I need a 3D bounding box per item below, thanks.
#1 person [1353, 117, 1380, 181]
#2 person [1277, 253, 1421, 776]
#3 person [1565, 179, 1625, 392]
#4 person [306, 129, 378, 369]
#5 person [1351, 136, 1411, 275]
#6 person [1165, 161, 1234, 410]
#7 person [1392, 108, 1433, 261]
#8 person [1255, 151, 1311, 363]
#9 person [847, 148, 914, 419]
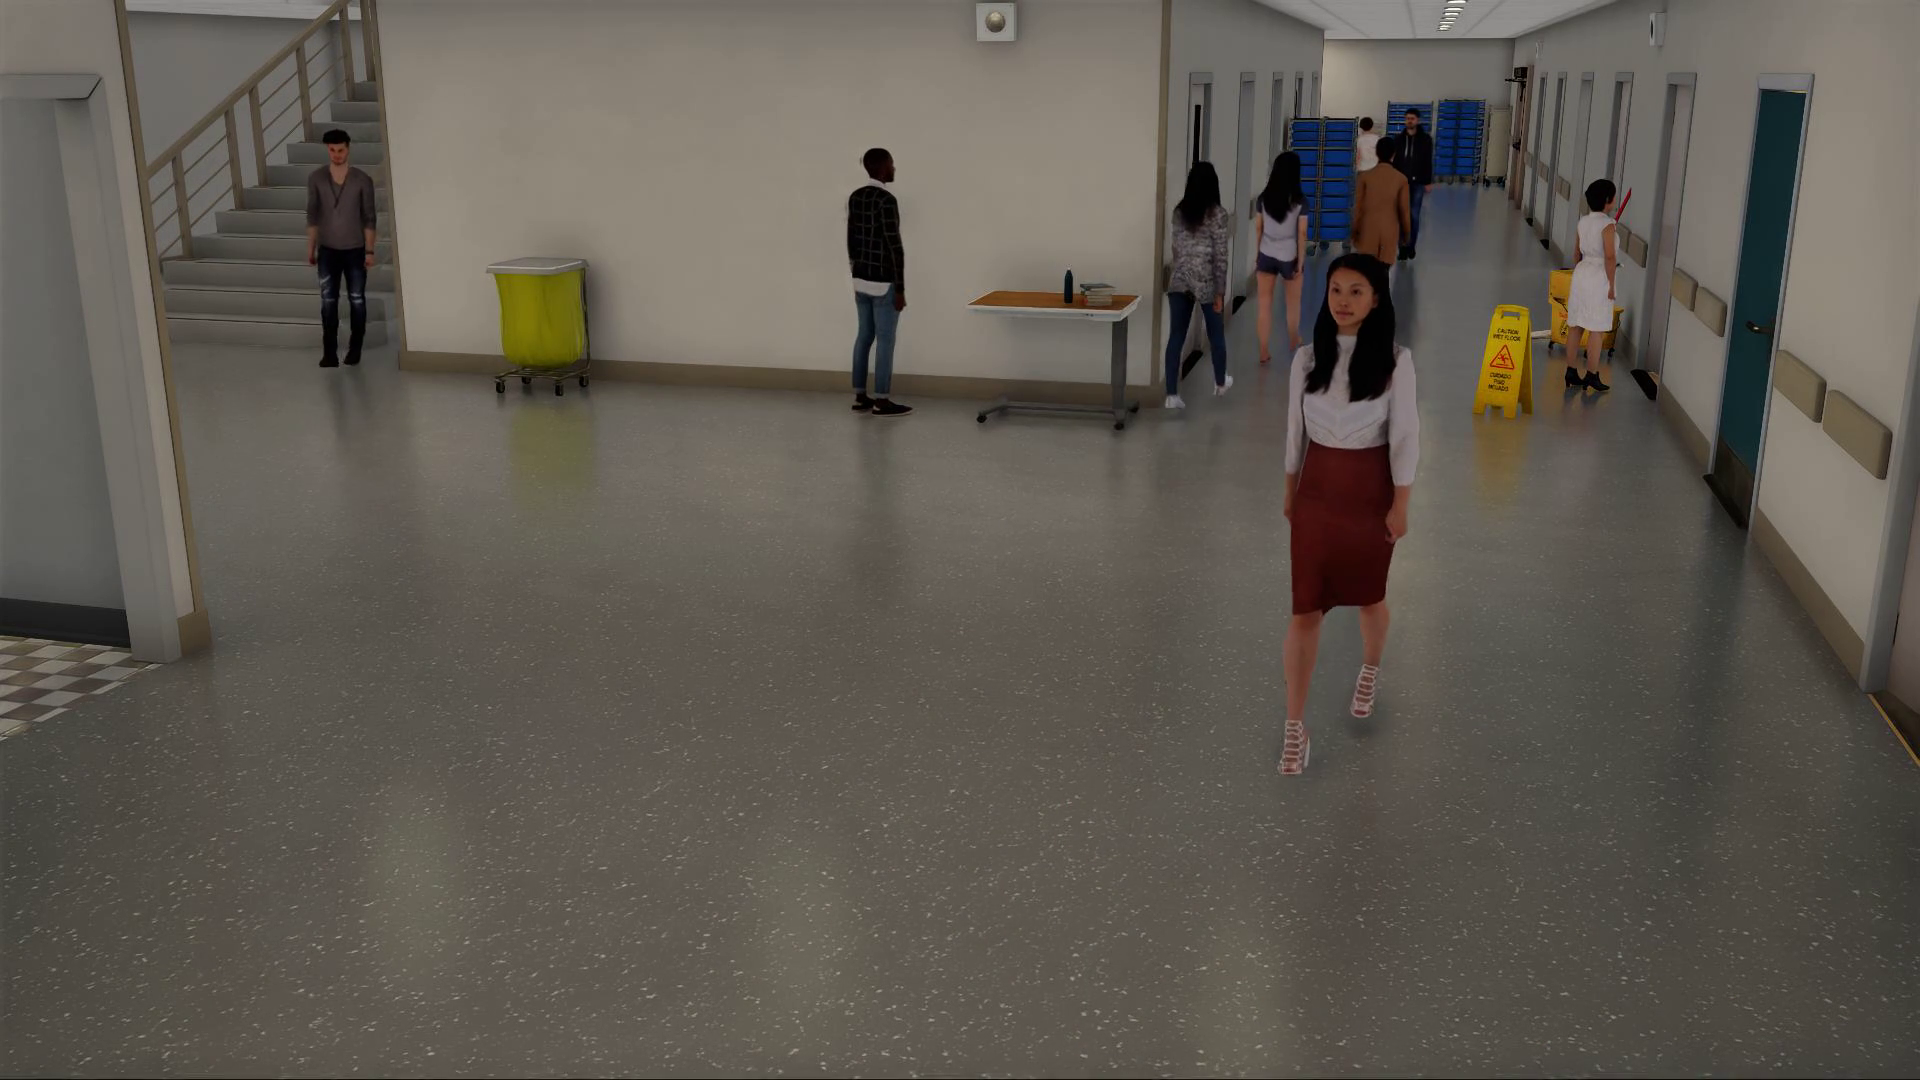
[{"bbox_3d":[6.224,-5.587,25.332,0.704,1.637,0.754,-2,16,-6],"label":"person"},{"bbox_3d":[1.356,-0.089,5.708,0.800,1.704,1.142,8,18,26],"label":"person"},{"bbox_3d":[4.730,-1.906,12.425,0.702,1.556,0.621,-6,17,-21],"label":"person"},{"bbox_3d":[-4.937,-2.327,13.346,0.998,1.867,1.141,-3,16,-9],"label":"person"},{"bbox_3d":[3.865,-2.832,15.373,0.716,1.696,1.048,5,17,18],"label":"person"},{"bbox_3d":[1.581,-1.702,11.482,0.764,1.676,1.244,8,18,27],"label":"person"},{"bbox_3d":[5.650,-4.445,20.840,0.745,1.876,0.684,7,17,24],"label":"person"},{"bbox_3d":[2.554,-2.253,13.452,0.707,1.667,1.099,6,17,21],"label":"person"},{"bbox_3d":[-0.589,-1.776,11.479,0.755,1.818,0.748,-13,20,-38],"label":"person"}]
